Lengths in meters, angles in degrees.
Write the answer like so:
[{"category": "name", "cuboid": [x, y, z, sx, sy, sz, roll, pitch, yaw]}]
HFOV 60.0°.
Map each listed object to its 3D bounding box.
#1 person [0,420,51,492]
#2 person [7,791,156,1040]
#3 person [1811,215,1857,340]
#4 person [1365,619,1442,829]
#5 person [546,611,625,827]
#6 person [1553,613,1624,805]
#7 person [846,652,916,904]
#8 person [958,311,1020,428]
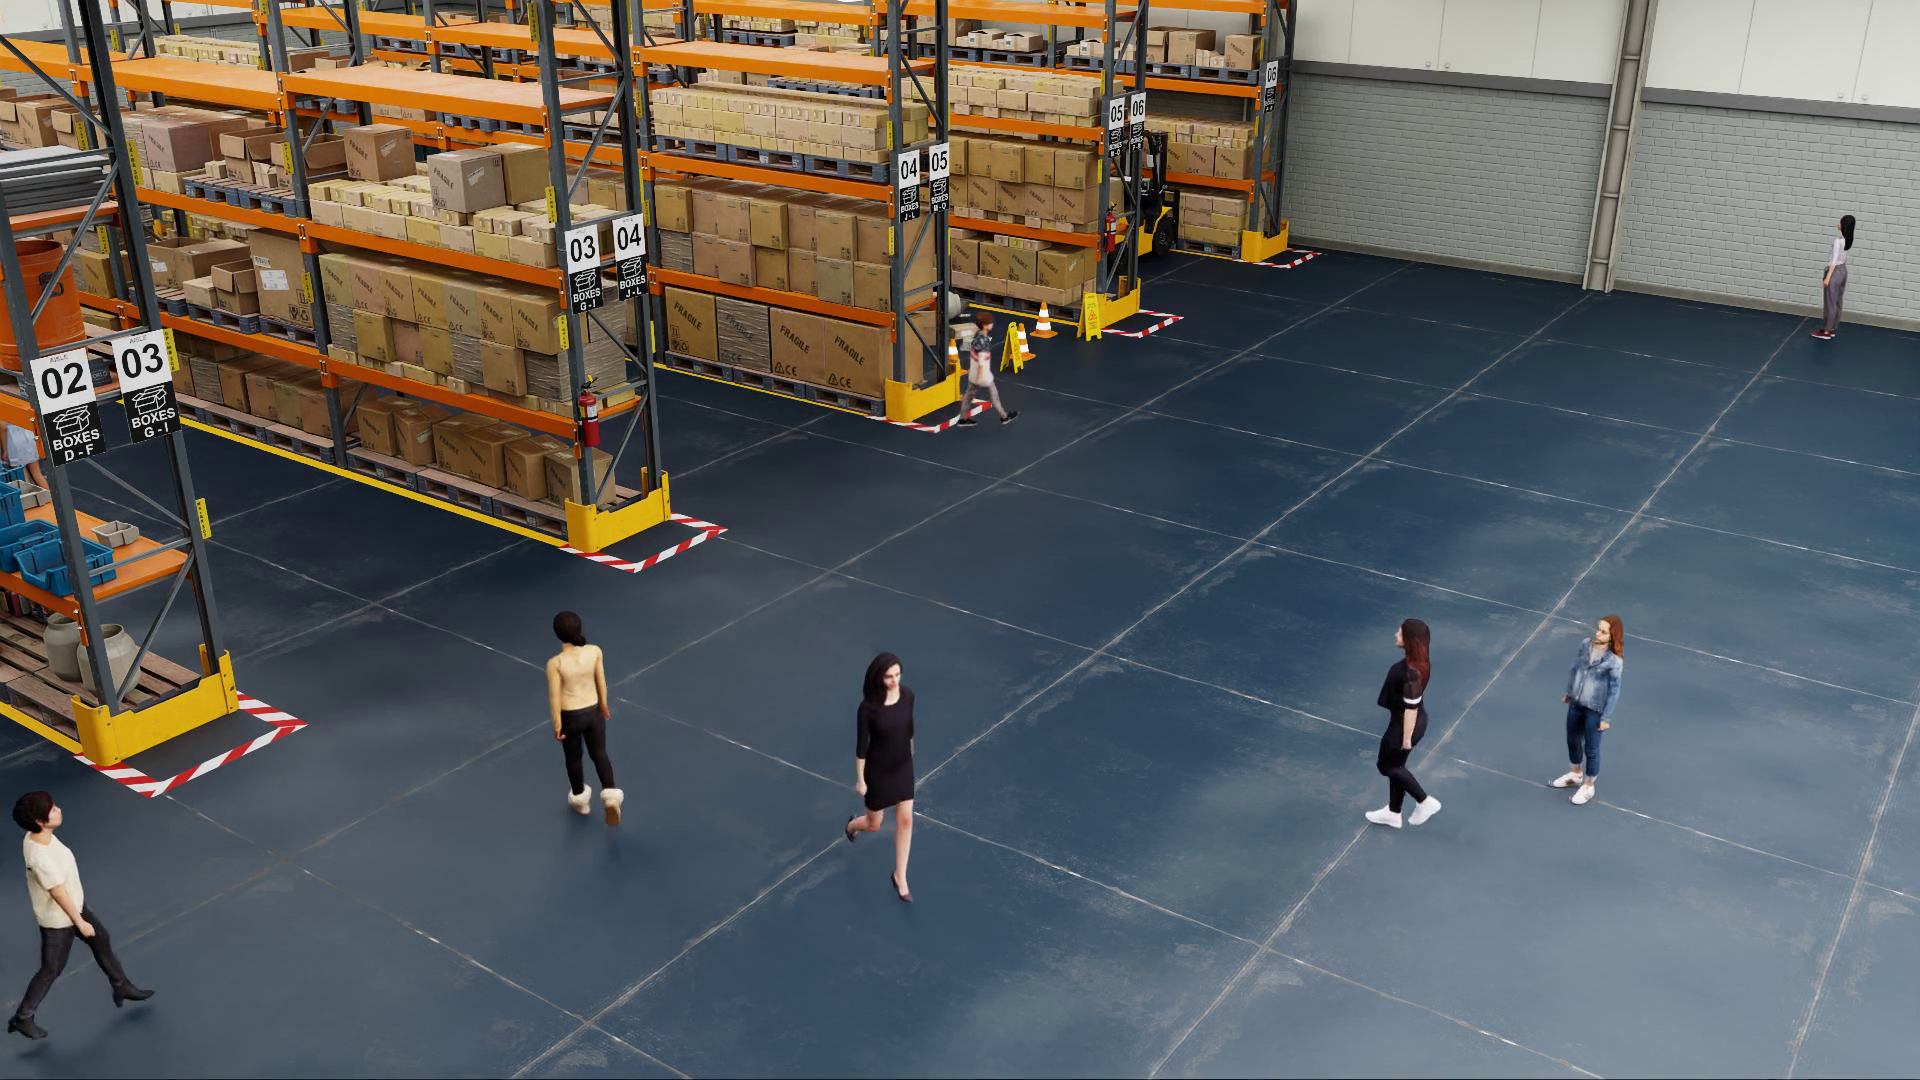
[{"category": "person", "cuboid": [-9.544, -0.976, 16.863, 0.618, 1.729, 0.645, 7, 24, 16]}, {"category": "person", "cuboid": [-5.273, 2.205, 9.610, 0.965, 1.550, 1.033, -11, 25, -24]}, {"category": "person", "cuboid": [12.244, -3.676, 23.207, 0.656, 1.733, 0.622, -17, 28, -35]}, {"category": "person", "cuboid": [3.180, 1.308, 11.621, 0.794, 1.628, 0.685, 9, 25, 21]}, {"category": "person", "cuboid": [-2.631, 1.270, 11.693, 0.834, 1.641, 1.031, -13, 26, -28]}, {"category": "person", "cuboid": [4.582, 1.191, 12.081, 0.711, 1.483, 0.599, -8, 24, -19]}, {"category": "person", "cuboid": [-0.515, 1.516, 10.933, 0.820, 1.783, 1.036, -14, 27, -30]}, {"category": "person", "cuboid": [0.176, -1.986, 19.659, 0.924, 1.399, 0.945, -8, 24, -18]}]
